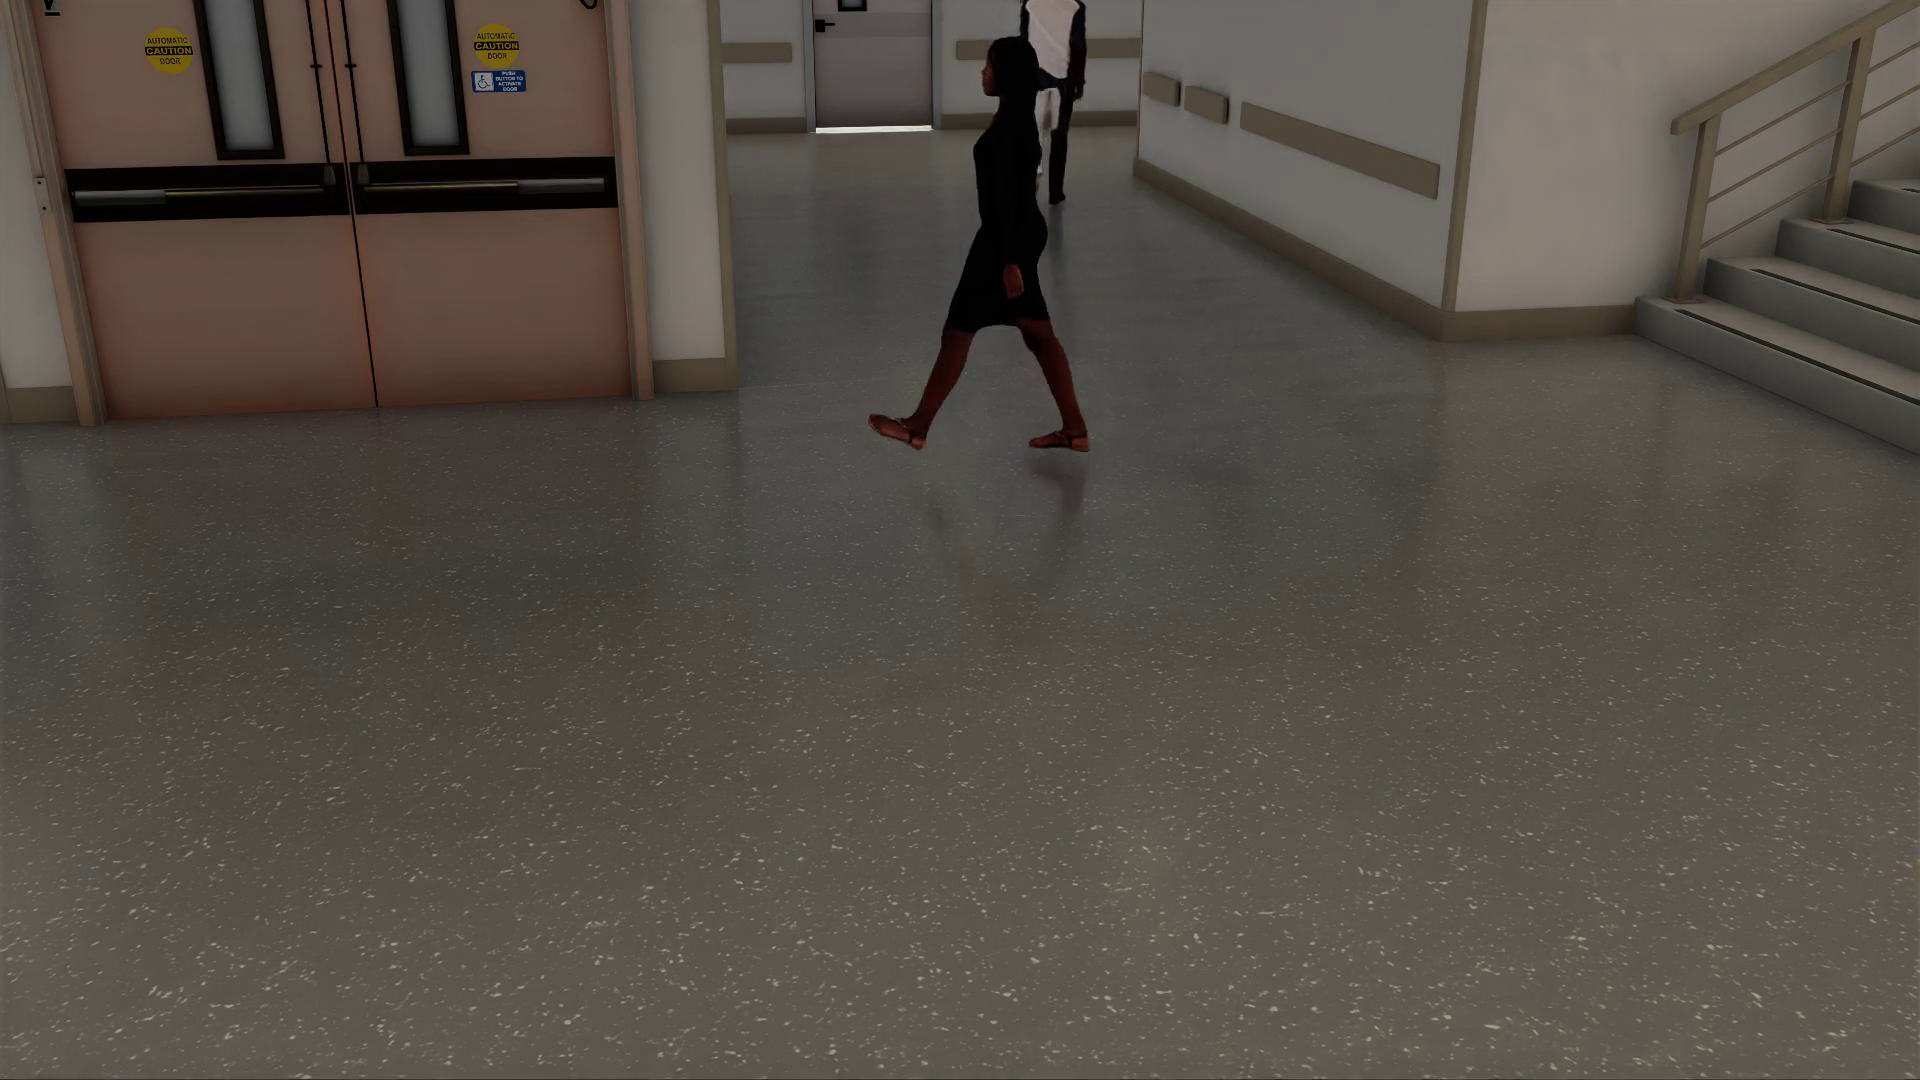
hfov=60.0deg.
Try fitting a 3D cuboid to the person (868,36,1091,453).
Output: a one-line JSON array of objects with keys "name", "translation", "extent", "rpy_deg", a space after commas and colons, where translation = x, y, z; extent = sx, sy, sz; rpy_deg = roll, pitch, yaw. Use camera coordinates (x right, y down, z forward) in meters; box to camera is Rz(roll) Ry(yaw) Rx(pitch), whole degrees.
[{"name": "person", "translation": [0.275, -1.116, 6.718], "extent": [1.227, 1.669, 0.917], "rpy_deg": [4, 21, 9]}]

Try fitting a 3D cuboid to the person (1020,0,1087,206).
[{"name": "person", "translation": [0.670, -3.482, 12.673], "extent": [0.982, 1.876, 0.936], "rpy_deg": [3, 21, 8]}]
